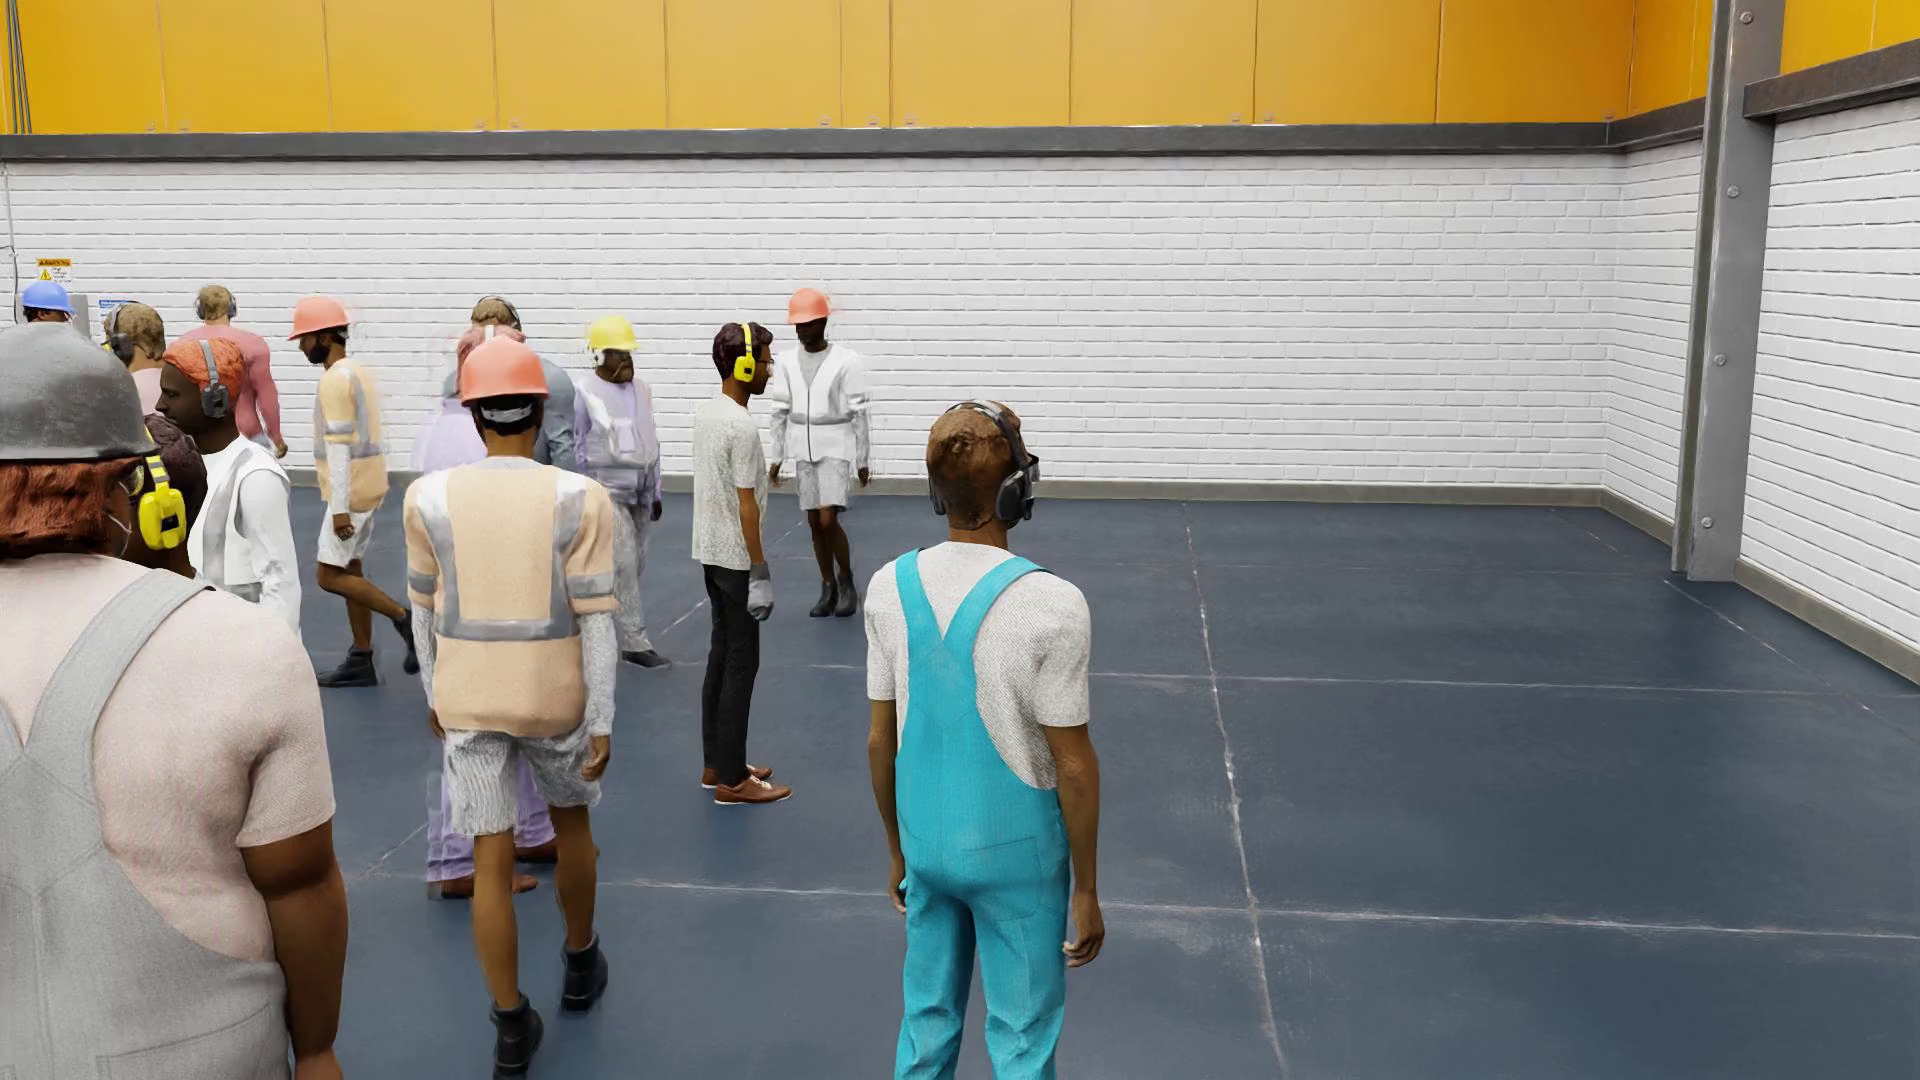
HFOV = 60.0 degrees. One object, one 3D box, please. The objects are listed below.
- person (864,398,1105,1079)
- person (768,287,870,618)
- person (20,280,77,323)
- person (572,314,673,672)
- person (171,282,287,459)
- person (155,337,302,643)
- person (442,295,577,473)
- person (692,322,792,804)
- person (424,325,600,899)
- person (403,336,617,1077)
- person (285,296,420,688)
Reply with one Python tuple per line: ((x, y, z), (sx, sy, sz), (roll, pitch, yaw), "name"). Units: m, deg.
((0.053, 0.643, 3.290), (0.508, 1.847, 0.345), (6, 12, 31), "person")
((-0.816, -0.485, 9.559), (0.551, 1.912, 0.500), (5, 11, 25), "person")
((-5.509, -0.595, 10.091), (0.390, 1.945, 0.603), (-6, 12, -31), "person")
((-1.797, -0.256, 8.539), (0.774, 1.811, 0.590), (6, 12, 32), "person")
((-4.611, -0.653, 10.480), (0.655, 1.922, 0.614), (0, 10, 1), "person")
((-2.085, 0.360, 4.800), (0.337, 1.882, 0.585), (-9, 14, -43), "person")
((-2.046, -0.145, 7.584), (0.636, 1.928, 0.380), (2, 10, 10), "person")
((-0.851, 0.096, 6.406), (0.343, 1.857, 0.521), (-5, 11, -26), "person")
((-1.430, 0.246, 5.445), (0.685, 1.883, 0.655), (-3, 10, -16), "person")
((-1.182, 0.410, 4.477), (0.544, 1.902, 0.779), (-2, 10, -9), "person")
((-2.890, -0.214, 8.017), (0.630, 1.905, 0.585), (-2, 10, -9), "person")
